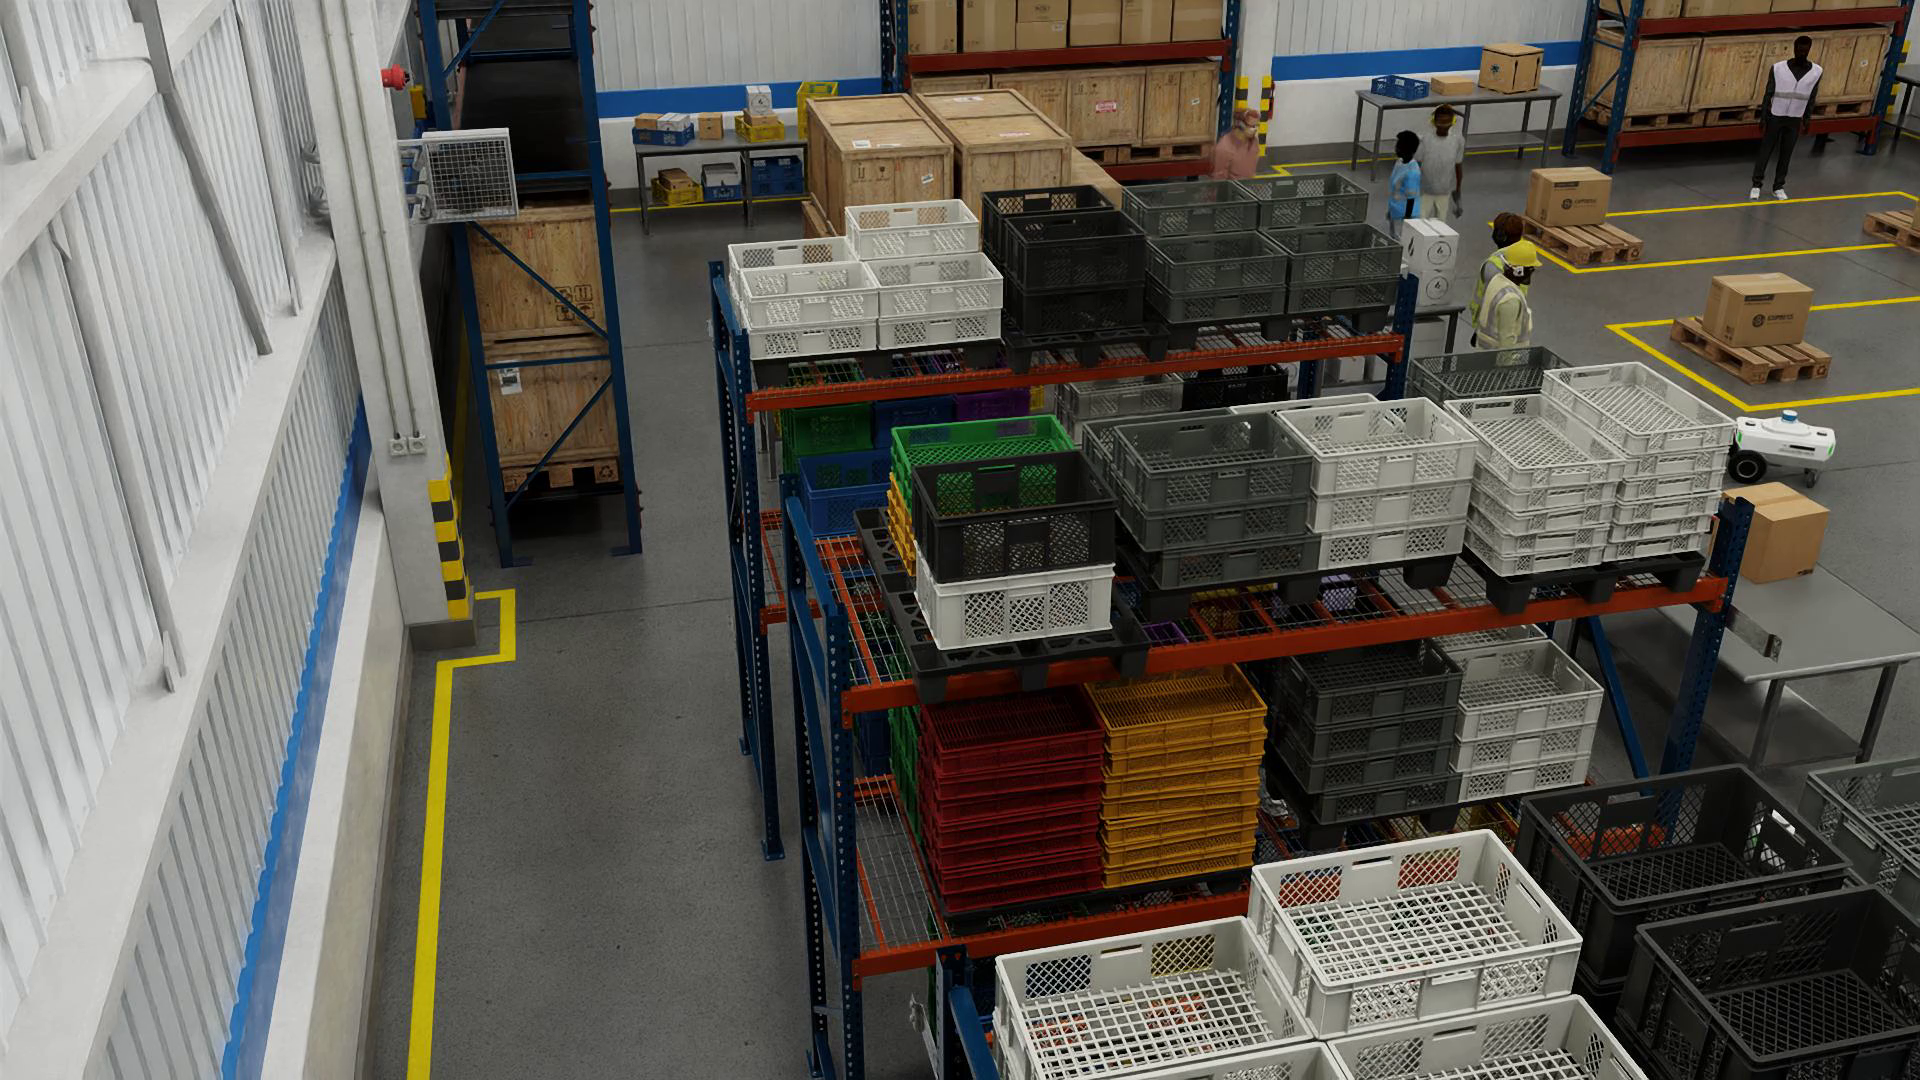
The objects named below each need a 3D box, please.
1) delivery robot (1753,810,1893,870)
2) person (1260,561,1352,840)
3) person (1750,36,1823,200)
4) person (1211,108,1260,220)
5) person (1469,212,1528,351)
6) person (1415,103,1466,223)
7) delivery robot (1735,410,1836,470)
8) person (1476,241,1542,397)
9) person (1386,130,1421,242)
[{"bbox_3d":[4.459,1.637,8.512,0.707,0.478,0.477,23,35,36],"label":"delivery robot"},{"bbox_3d":[1.871,0.697,8.926,0.373,1.935,0.628,22,35,35],"label":"person"},{"bbox_3d":[9.830,-5.027,19.801,0.591,1.919,0.392,4,28,8],"label":"person"},{"bbox_3d":[2.758,-3.467,16.894,0.653,1.880,0.486,-23,36,-37],"label":"person"},{"bbox_3d":[4.424,-1.805,13.770,0.429,1.841,0.634,25,37,39],"label":"person"},{"bbox_3d":[4.870,-3.535,17.030,0.558,1.864,0.326,3,28,5],"label":"person"},{"bbox_3d":[6.489,-0.781,13.100,0.707,0.478,0.477,10,30,19],"label":"delivery robot"},{"bbox_3d":[4.295,-1.486,13.188,0.403,1.822,0.591,4,28,7],"label":"person"},{"bbox_3d":[4.450,-3.273,16.716,0.322,1.685,0.544,1,28,2],"label":"person"}]
